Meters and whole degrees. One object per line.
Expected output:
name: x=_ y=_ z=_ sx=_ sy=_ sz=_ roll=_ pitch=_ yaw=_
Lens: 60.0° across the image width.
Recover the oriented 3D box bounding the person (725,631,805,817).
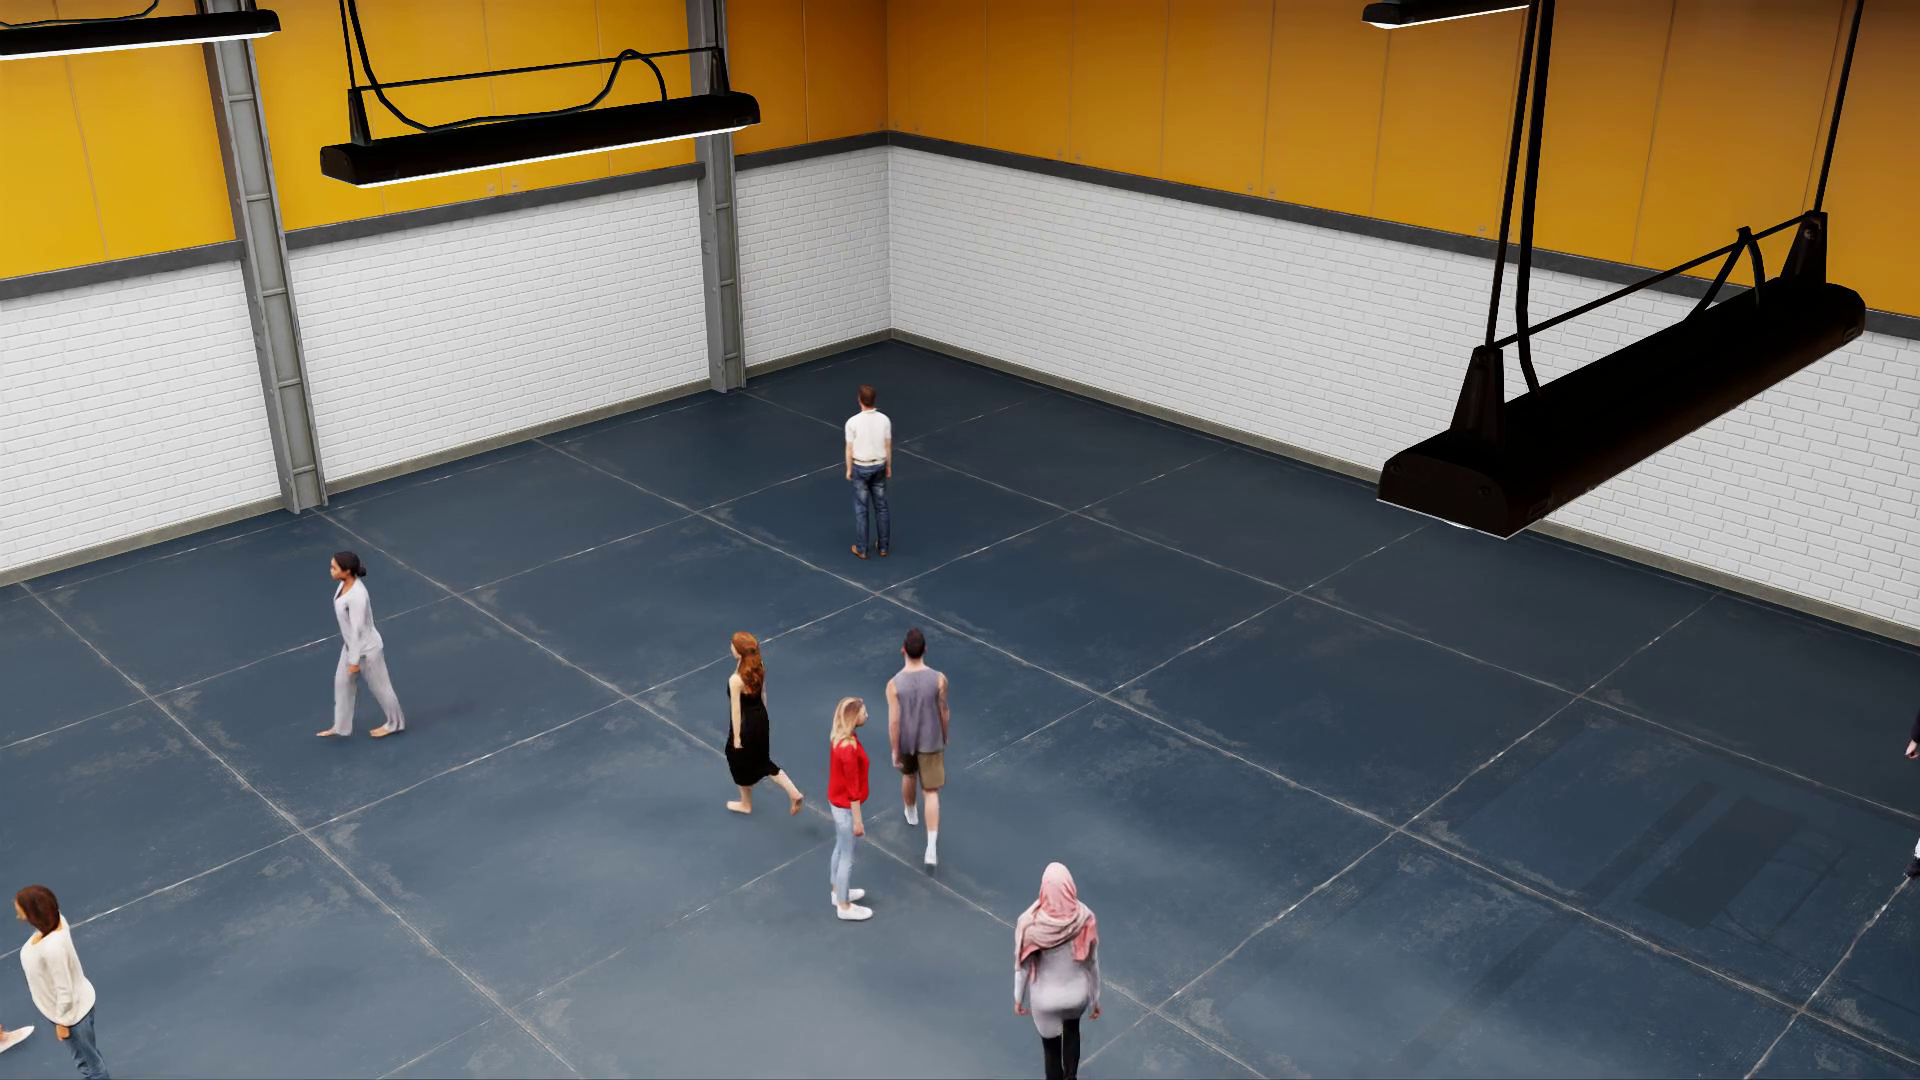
person: x=-1.527 y=1.448 z=12.628 sx=0.793 sy=1.607 sz=0.916 roll=12 pitch=26 yaw=26

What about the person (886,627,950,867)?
person: x=-0.289 y=1.553 z=12.334 sx=1.180 sy=1.812 sz=1.221 roll=-1 pitch=24 yaw=-2

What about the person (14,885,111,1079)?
person: x=-5.187 y=2.698 z=9.680 sx=0.607 sy=1.678 sz=0.659 roll=-15 pitch=28 yaw=-30

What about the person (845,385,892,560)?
person: x=-0.935 y=-0.713 z=17.266 sx=0.641 sy=1.852 sz=0.790 roll=-10 pitch=25 yaw=-21

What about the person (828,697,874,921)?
person: x=-0.786 y=1.851 z=11.585 sx=0.689 sy=1.703 sz=0.695 roll=-6 pitch=24 yaw=-14

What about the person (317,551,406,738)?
person: x=-4.888 y=0.867 z=13.827 sx=0.995 sy=1.711 sz=0.802 roll=-14 pitch=27 yaw=-29

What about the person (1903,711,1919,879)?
person: x=7.297 y=1.547 z=12.138 sx=0.972 sy=1.818 sz=0.835 roll=-12 pitch=26 yaw=-26

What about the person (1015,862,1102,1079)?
person: x=0.591 y=2.684 z=9.567 sx=0.773 sy=1.793 sz=0.853 roll=-3 pitch=24 yaw=-7
